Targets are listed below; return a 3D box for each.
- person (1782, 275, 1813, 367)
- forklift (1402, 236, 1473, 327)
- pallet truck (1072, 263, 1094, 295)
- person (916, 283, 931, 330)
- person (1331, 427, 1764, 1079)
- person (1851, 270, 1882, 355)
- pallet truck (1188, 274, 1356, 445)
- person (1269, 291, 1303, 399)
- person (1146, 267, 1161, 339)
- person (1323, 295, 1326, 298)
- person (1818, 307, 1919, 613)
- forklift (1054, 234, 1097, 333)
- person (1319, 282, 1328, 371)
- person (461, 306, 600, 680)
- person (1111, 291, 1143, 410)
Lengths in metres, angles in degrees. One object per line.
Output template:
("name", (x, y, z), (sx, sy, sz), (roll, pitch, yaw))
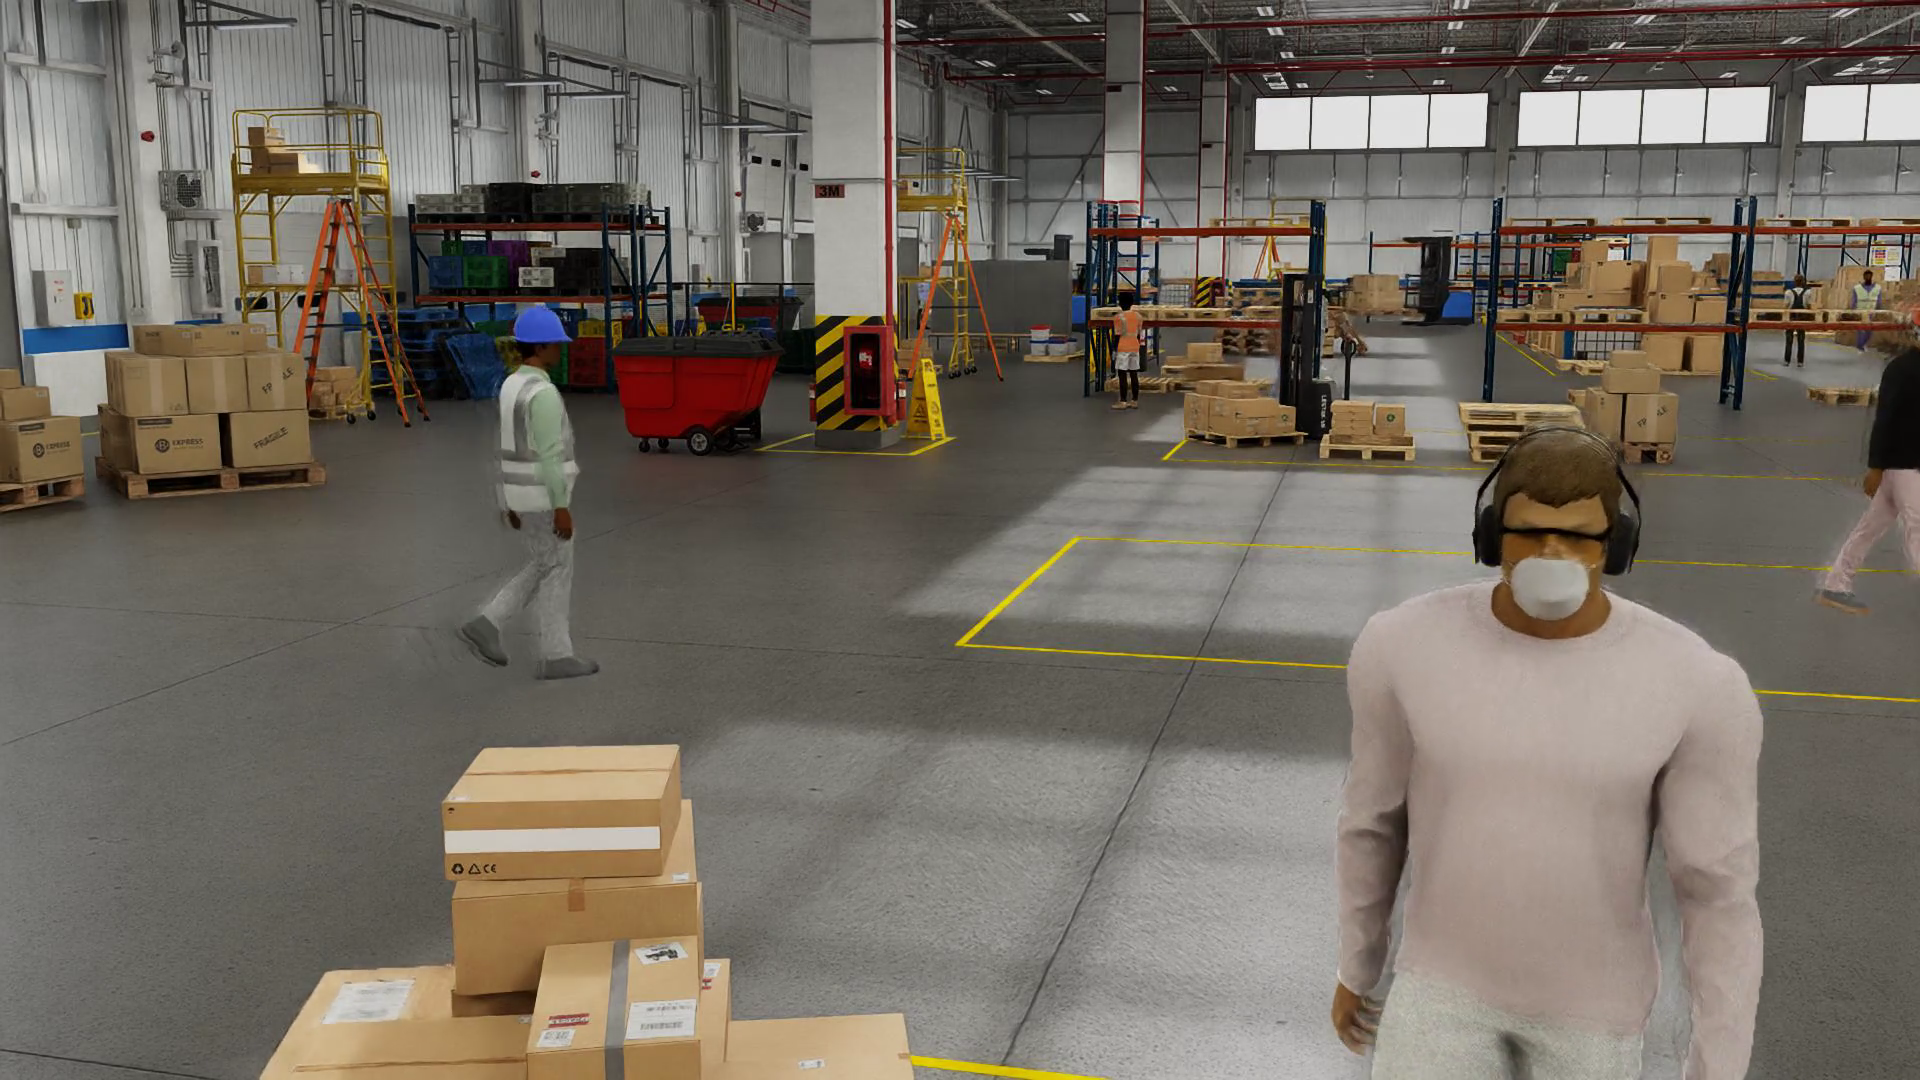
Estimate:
("person", (16.746, -4.372, 33.277), (0.542, 1.837, 0.496), (4, 10, 23))
("forklift", (15.048, -8.117, 52.194), (1.873, 2.768, 1.129), (-2, 10, -12))
("pallet truck", (4.325, -8.180, 55.162), (0.823, 1.965, 1.885), (6, 11, 31))
("person", (-1.076, -7.320, 50.319), (0.390, 1.927, 0.546), (8, 12, 39))
("person", (0.880, 0.787, 2.610), (0.666, 1.906, 0.861), (4, 10, 23))
("person", (20.333, -5.106, 37.344), (0.613, 1.899, 0.448), (3, 10, 17))
("pallet truck", (3.653, -2.138, 19.590), (1.885, 1.965, 0.823), (-4, 10, -20))
("person", (4.553, -2.479, 22.390), (0.882, 1.724, 0.565), (1, 10, 5))
("person", (5.029, -6.317, 44.439), (0.875, 1.904, 0.653), (-4, 10, -23))
("person", (8.554, -5.502, 39.618), (0.717, 1.913, 0.664), (9, 13, 44))
("person", (5.693, -0.458, 9.891), (0.627, 1.921, 1.068), (-8, 13, -40))
("forklift", (2.934, -7.338, 47.610), (1.873, 2.768, 1.129), (2, 10, 14))
("person", (6.888, -4.111, 31.974), (0.485, 1.736, 0.321), (-5, 11, -28))
("person", (-2.194, -0.219, 8.486), (0.574, 1.931, 0.612), (-5, 11, -28))
("person", (2.383, -2.706, 23.816), (0.533, 1.697, 0.318), (-8, 13, -40))
